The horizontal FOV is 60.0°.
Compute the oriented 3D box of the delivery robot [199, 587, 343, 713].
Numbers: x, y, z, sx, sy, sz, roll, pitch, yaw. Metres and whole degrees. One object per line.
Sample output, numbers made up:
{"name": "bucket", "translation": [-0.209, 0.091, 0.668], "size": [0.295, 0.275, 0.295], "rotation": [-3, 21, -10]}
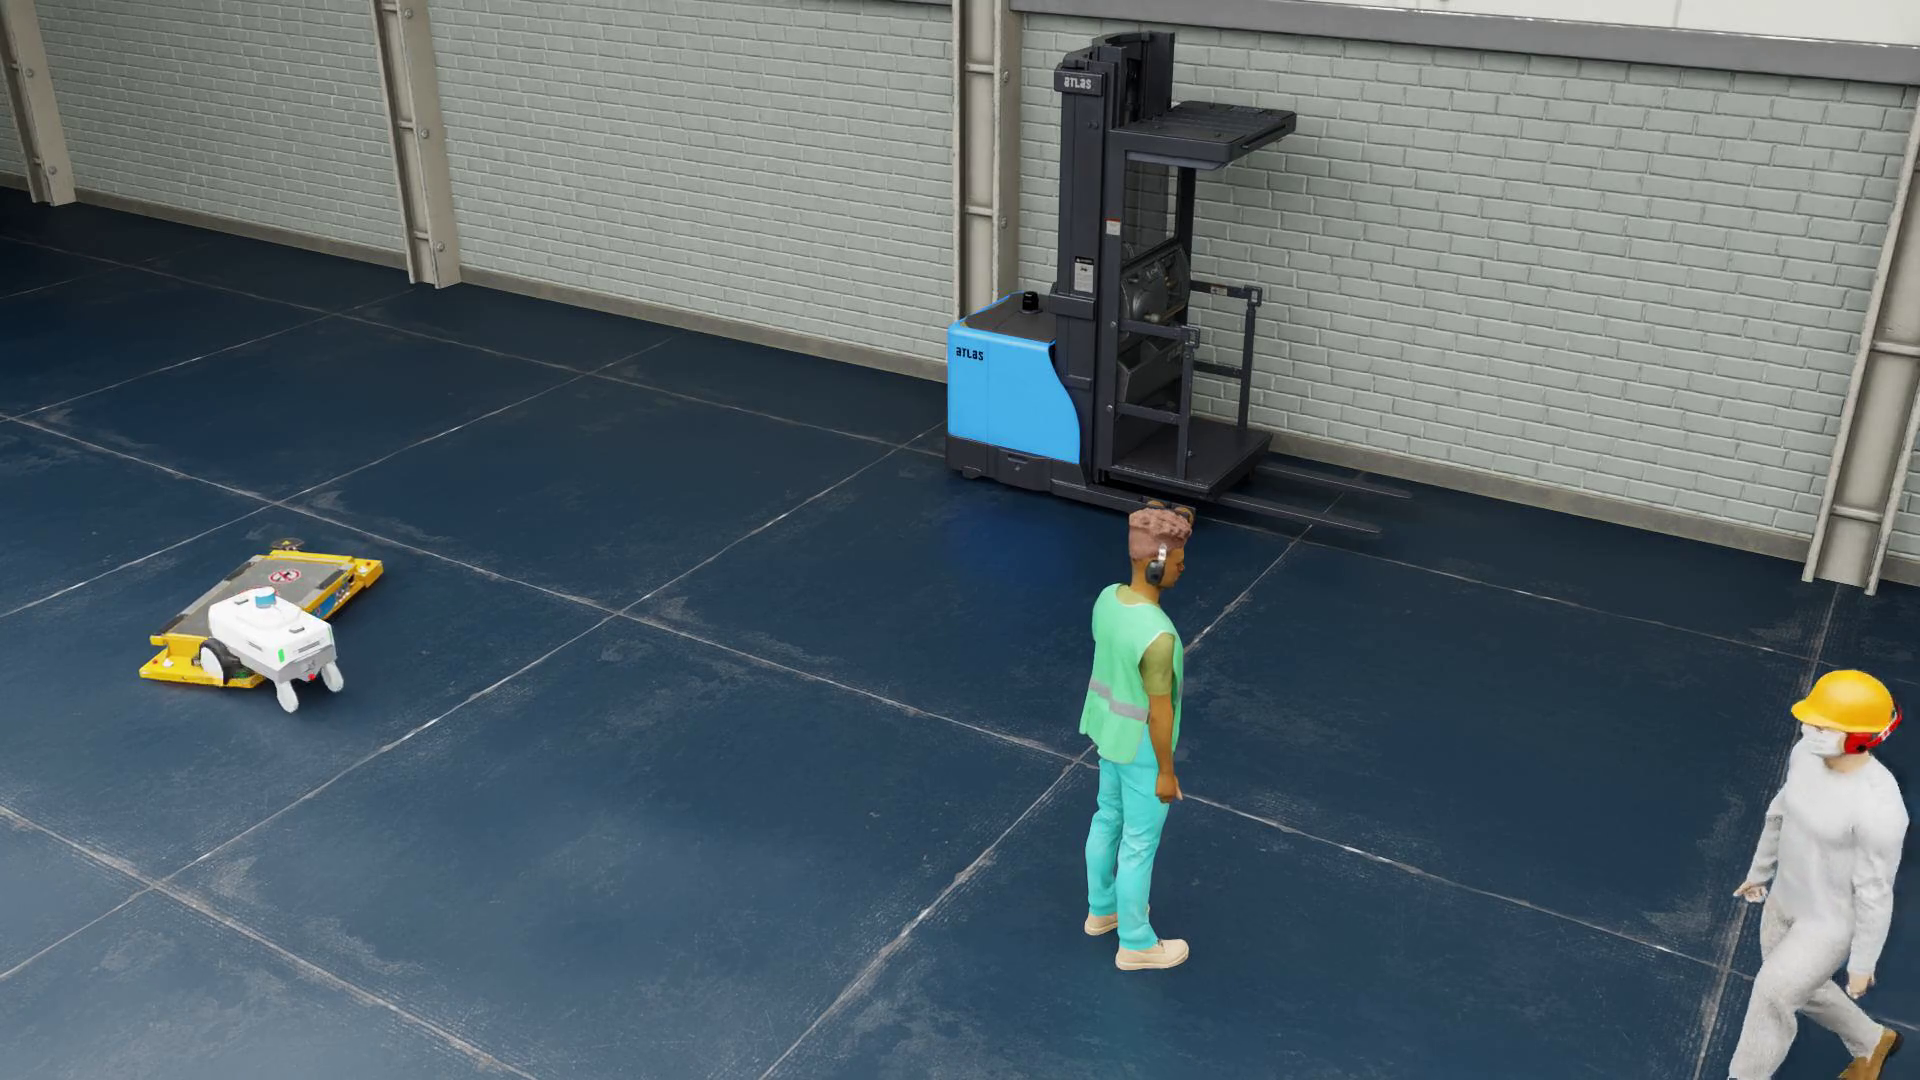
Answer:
{"name": "delivery robot", "translation": [-3.643, 0.541, 8.803], "size": [0.815, 0.614, 0.499], "rotation": [18, 31, 33]}

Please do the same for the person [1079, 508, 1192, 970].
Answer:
{"name": "person", "translation": [0.687, 0.799, 6.573], "size": [0.402, 1.979, 0.484], "rotation": [-10, 27, -21]}

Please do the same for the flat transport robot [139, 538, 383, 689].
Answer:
{"name": "flat transport robot", "translation": [-3.922, 0.399, 9.415], "size": [0.659, 0.231, 1.431], "rotation": [4, 26, 9]}

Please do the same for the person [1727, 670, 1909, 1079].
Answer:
{"name": "person", "translation": [3.022, 1.257, 5.737], "size": [0.802, 1.867, 0.573], "rotation": [-1, 25, -3]}

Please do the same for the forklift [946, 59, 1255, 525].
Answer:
{"name": "forklift", "translation": [0.933, -1.707, 10.833], "size": [1.873, 2.768, 1.129], "rotation": [15, 29, 28]}
